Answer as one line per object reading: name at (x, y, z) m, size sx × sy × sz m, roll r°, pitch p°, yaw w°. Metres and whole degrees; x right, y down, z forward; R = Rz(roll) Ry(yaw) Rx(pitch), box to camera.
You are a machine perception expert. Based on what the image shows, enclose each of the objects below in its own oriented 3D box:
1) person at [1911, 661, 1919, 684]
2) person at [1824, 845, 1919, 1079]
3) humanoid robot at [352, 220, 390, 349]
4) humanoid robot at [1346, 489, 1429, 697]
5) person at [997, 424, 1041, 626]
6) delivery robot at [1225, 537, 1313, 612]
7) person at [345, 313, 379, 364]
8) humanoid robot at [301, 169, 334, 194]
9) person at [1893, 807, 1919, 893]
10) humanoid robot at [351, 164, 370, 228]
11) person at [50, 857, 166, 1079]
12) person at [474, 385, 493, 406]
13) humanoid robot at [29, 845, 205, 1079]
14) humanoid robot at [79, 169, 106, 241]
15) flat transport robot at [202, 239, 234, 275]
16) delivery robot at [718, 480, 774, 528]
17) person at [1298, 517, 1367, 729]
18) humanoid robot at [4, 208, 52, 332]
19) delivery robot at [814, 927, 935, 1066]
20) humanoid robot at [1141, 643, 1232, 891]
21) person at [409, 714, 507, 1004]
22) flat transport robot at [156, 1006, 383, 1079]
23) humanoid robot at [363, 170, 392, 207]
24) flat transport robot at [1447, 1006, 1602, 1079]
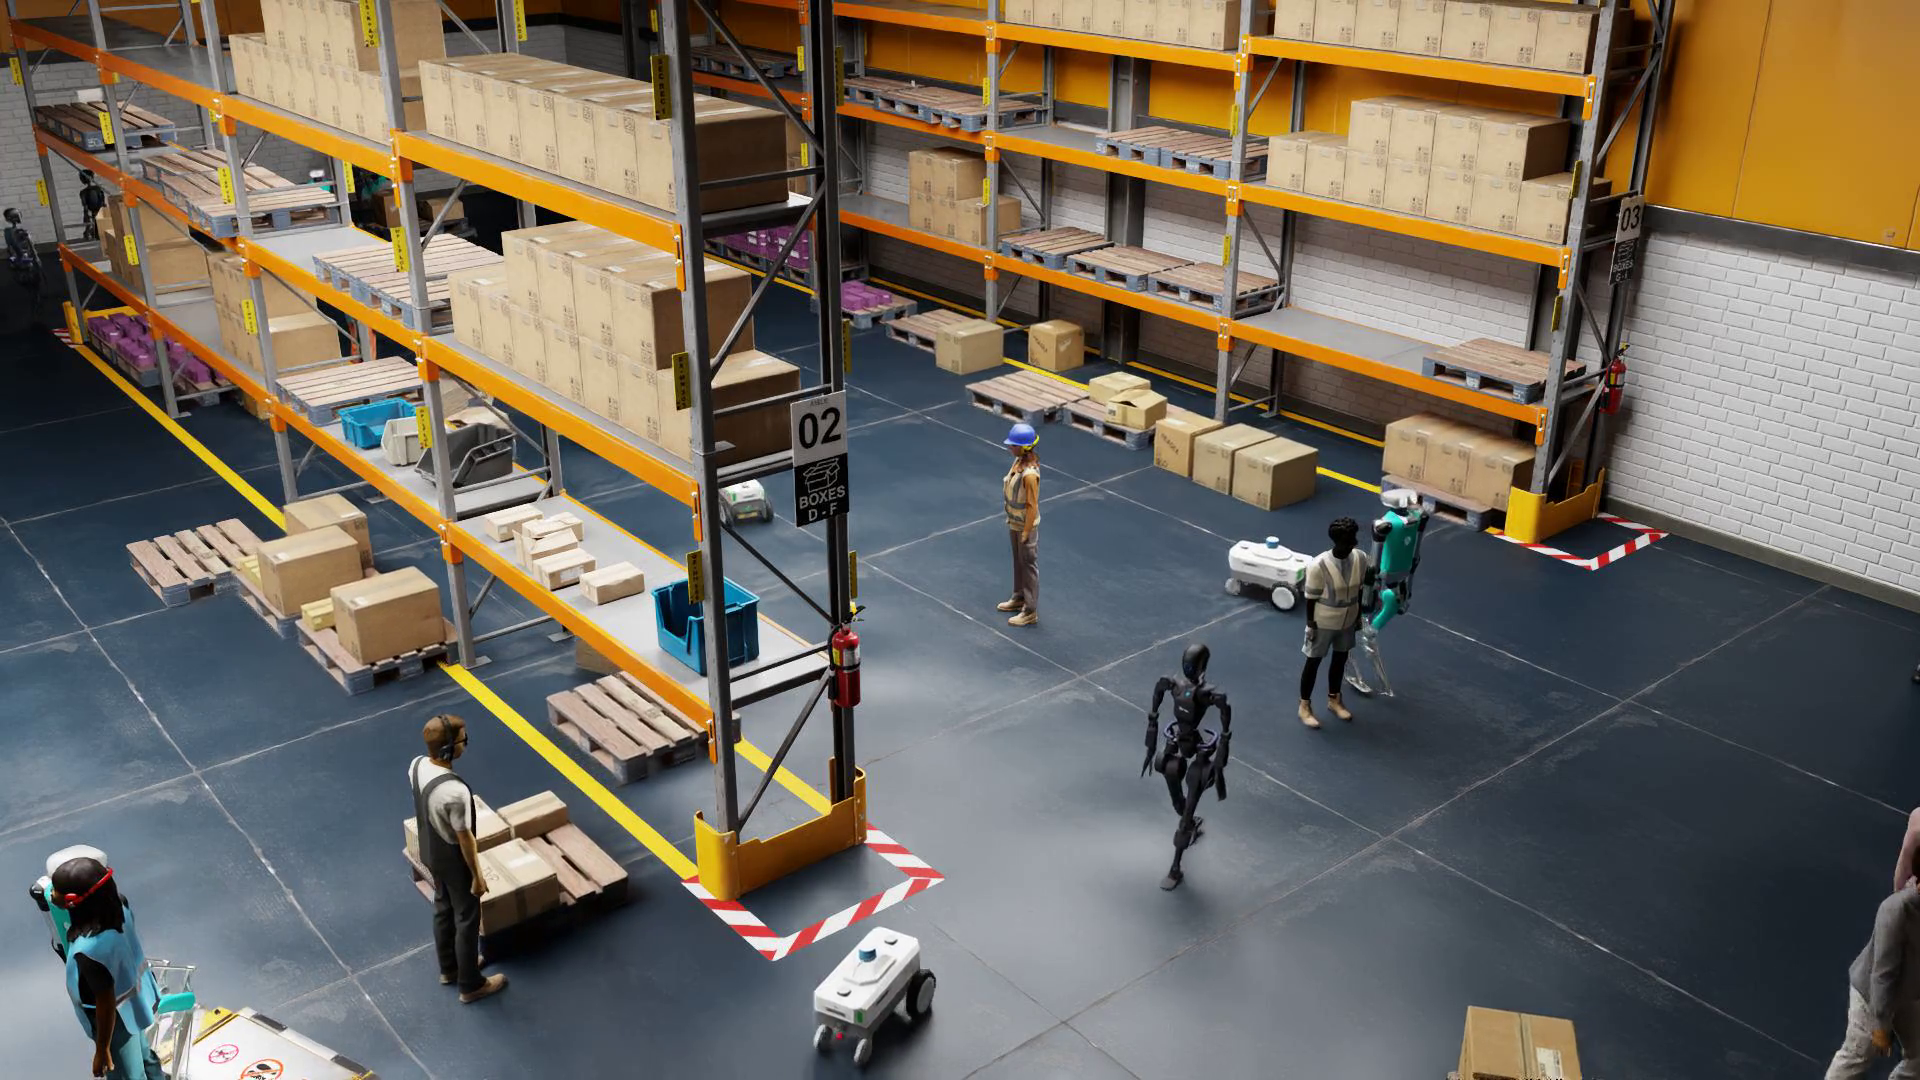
person at (7.817, 0.264, 12.949) m, size 0.546 × 1.926 × 0.388 m, roll 13°, pitch 26°, yaw 27°
person at (4.702, 2.307, 8.273) m, size 0.563 × 1.879 × 0.622 m, roll -12°, pitch 26°, yaw -25°
humanoid robot at (-7.709, -3.316, 21.546) m, size 0.335 × 1.651 × 0.587 m, roll 11°, pitch 26°, yaw 24°
humanoid robot at (3.173, 0.401, 12.866) m, size 0.551 × 1.792 × 0.765 m, roll -15°, pitch 27°, yaw -31°
person at (0.516, -0.140, 14.065) m, size 0.305 × 1.778 × 0.461 m, roll -6°, pitch 24°, yaw -14°
delivery robot at (2.750, 0.265, 14.658) m, size 0.773 × 0.586 × 0.499 m, roll 14°, pitch 27°, yaw 30°
person at (-7.172, -2.668, 19.945) m, size 0.507 × 1.758 × 0.341 m, roll 10°, pitch 25°, yaw 23°
humanoid robot at (-9.320, -4.559, 24.407) m, size 0.536 × 1.843 × 0.692 m, roll -9°, pitch 25°, yaw -20°
person at (5.387, 2.005, 9.126) m, size 0.346 × 1.758 × 0.519 m, roll -19°, pitch 30°, yaw -37°
humanoid robot at (-10.231, -6.036, 27.853) m, size 0.614 × 1.647 × 0.440 m, roll -12°, pitch 26°, yaw -25°
person at (-4.132, 2.362, 8.161) m, size 0.392 × 1.866 × 0.520 m, roll -6°, pitch 24°, yaw -13°
person at (-5.646, -2.379, 19.338) m, size 0.582 × 1.701 × 0.909 m, roll -6°, pitch 24°, yaw -14°
humanoid robot at (-4.212, 2.192, 8.547) m, size 0.533 × 1.677 × 0.735 m, roll 8°, pitch 25°, yaw 18°
humanoid robot at (-12.794, -4.669, 24.742) m, size 0.674 × 1.654 × 0.598 m, roll 5°, pitch 24°, yaw 12°
flat transport robot at (-10.287, -3.324, 23.341) m, size 1.431 × 0.231 × 0.659 m, roll 4°, pitch 24°, yaw 10°
delivery robot at (-2.174, -0.456, 16.346) m, size 0.499 × 0.601 × 0.805 m, roll -10°, pitch 25°, yaw -23°
person at (2.794, 0.602, 12.456) m, size 0.534 × 1.693 × 0.319 m, roll -10°, pitch 25°, yaw -23°
humanoid robot at (-12.455, -3.627, 22.258) m, size 0.589 × 1.647 × 0.387 m, roll 12°, pitch 26°, yaw 25°
delivery robot at (-0.514, 2.524, 9.409) m, size 0.499 × 0.571 × 0.756 m, roll 12°, pitch 26°, yaw 25°
humanoid robot at (1.484, 1.385, 10.728) m, size 0.599 × 1.633 × 0.781 m, roll 13°, pitch 26°, yaw 27°
person at (-2.872, 1.816, 9.471) m, size 0.514 × 1.834 × 0.362 m, roll 20°, pitch 30°, yaw 38°
flat transport robot at (-3.779, 2.913, 8.898) m, size 1.431 × 0.231 × 0.659 m, roll 13°, pitch 27°, yaw 28°
humanoid robot at (-9.967, -6.225, 28.240) m, size 0.753 × 1.807 × 0.553 m, roll 8°, pitch 25°, yaw 17°
flat transport robot at (2.958, 3.301, 7.999) m, size 1.431 × 0.231 × 0.659 m, roll 5°, pitch 24°, yaw 12°
